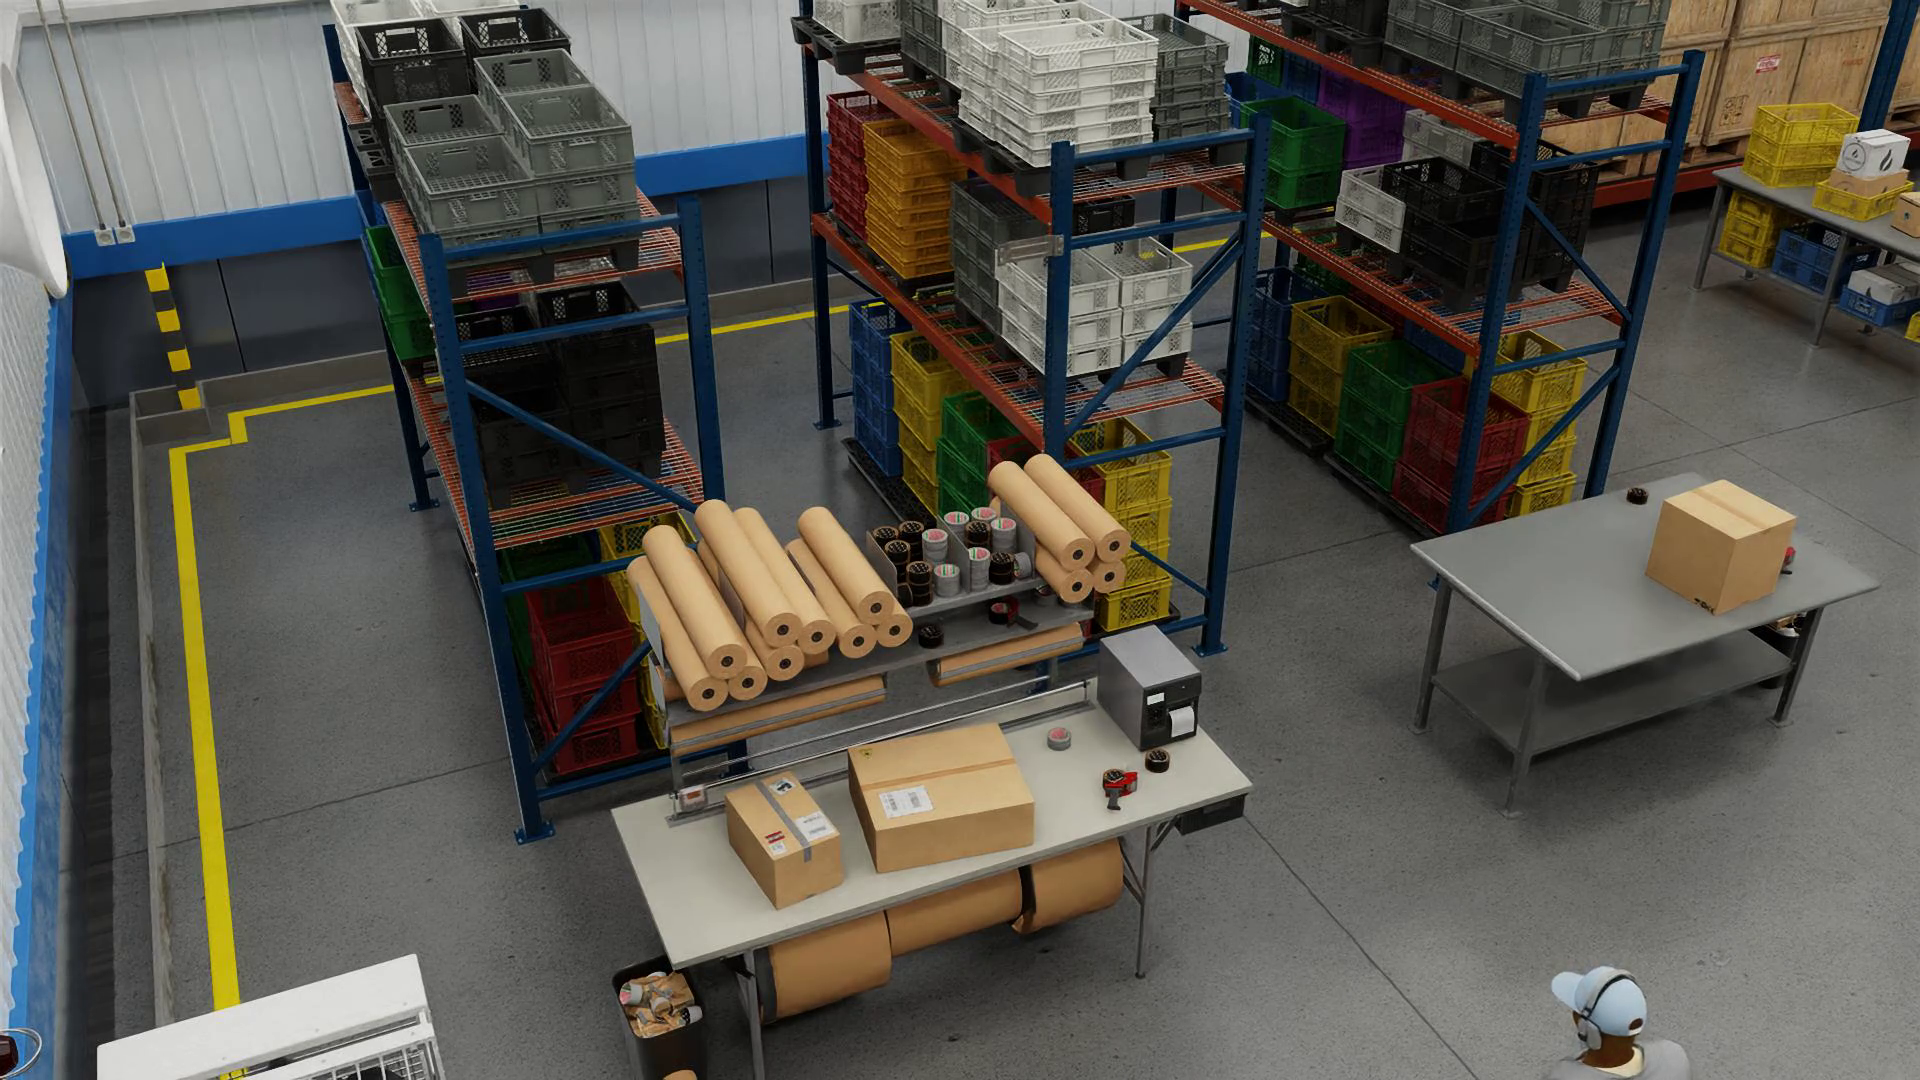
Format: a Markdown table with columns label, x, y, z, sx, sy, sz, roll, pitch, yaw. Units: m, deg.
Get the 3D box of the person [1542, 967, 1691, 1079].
| label | x | y | z | sx | sy | sz | roll | pitch | yaw |
| --- | --- | --- | --- | --- | --- | --- | --- | --- | --- |
| person | 1.876 | 2.020 | 5.182 | 0.588 | 1.849 | 0.394 | -13 | 34 | -20 |
